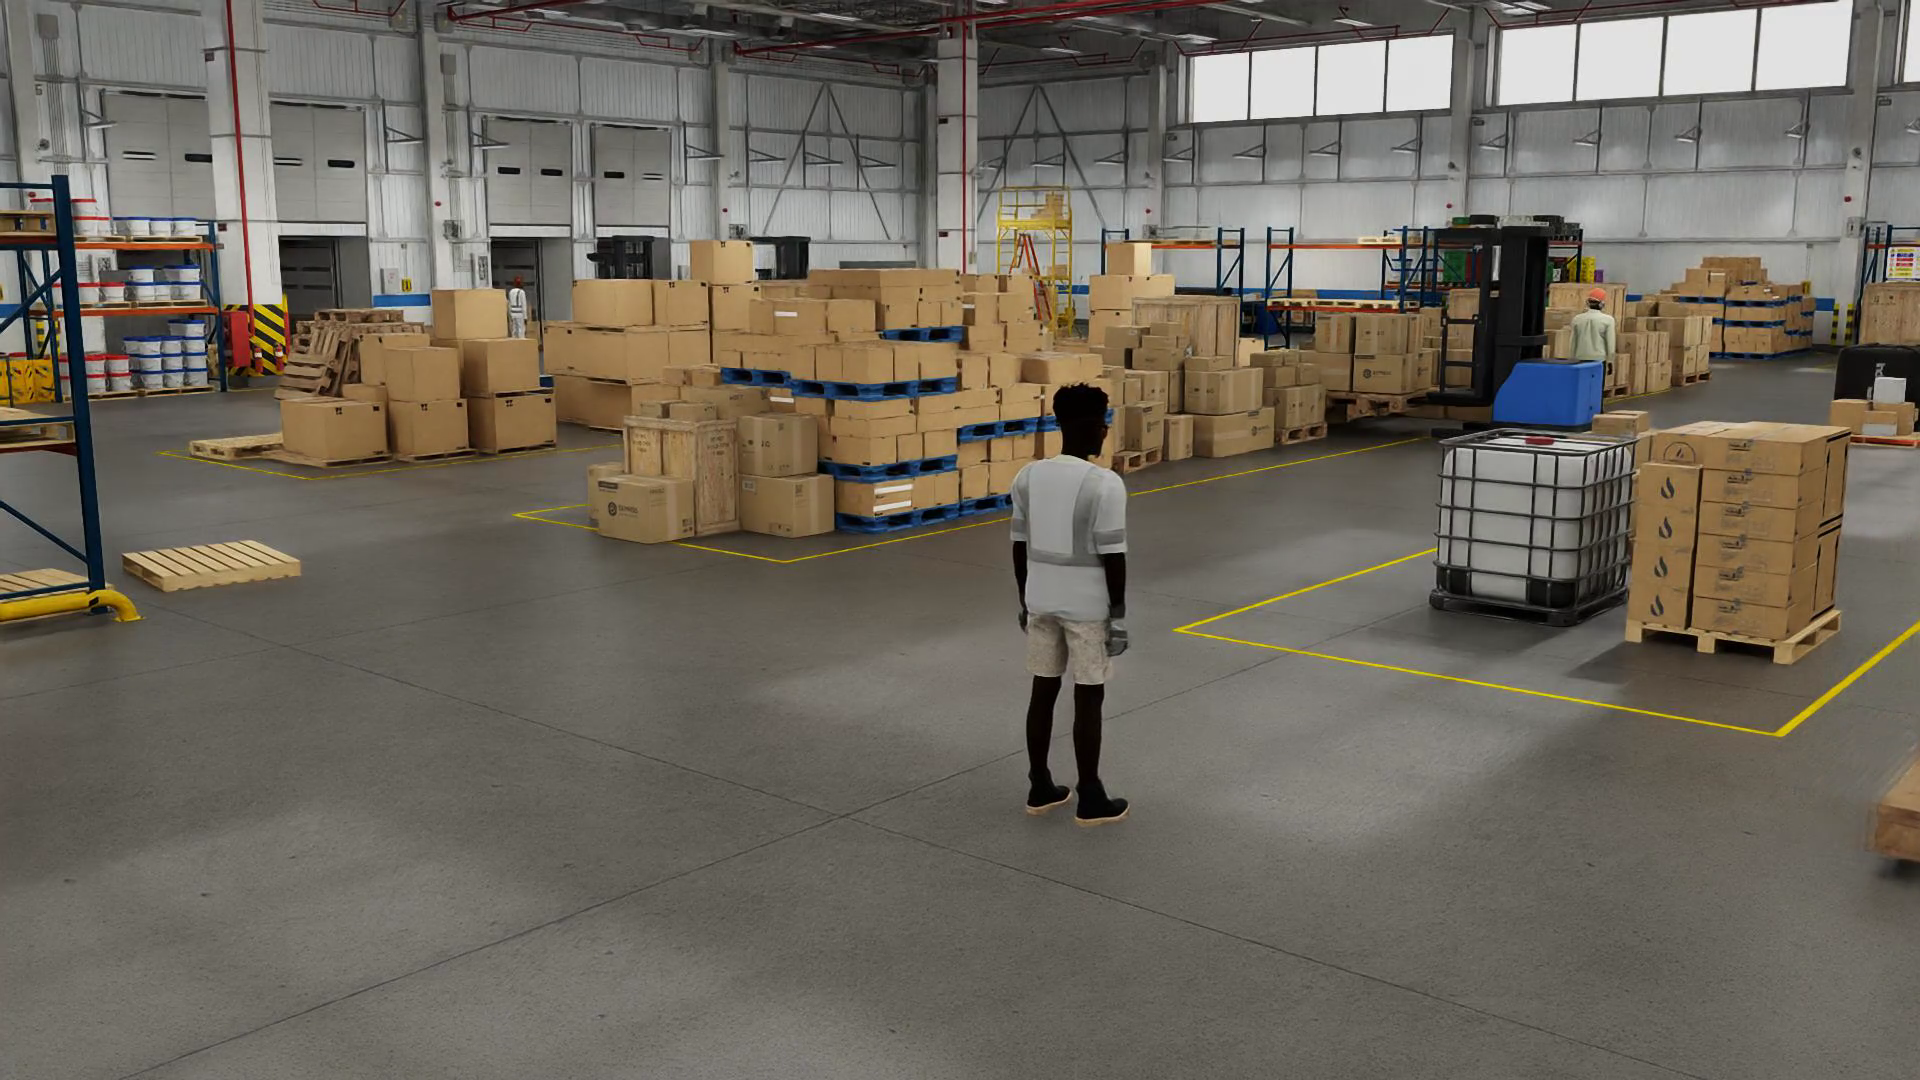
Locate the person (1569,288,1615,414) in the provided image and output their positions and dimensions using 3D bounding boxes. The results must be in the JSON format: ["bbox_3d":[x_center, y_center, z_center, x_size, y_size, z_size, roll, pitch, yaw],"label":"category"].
[{"bbox_3d":[8.781,-2.493,23.107,0.613,1.994,0.395,9,13,42],"label":"person"}]

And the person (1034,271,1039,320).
[{"bbox_3d":[2.088,-6.923,48.493,0.548,1.937,0.379,9,13,42],"label":"person"}]

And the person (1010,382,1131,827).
[{"bbox_3d":[0.496,0.284,7.384,0.609,1.963,0.368,9,13,42],"label":"person"}]

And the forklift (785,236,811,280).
[{"bbox_3d":[-3.862,-5.885,39.898,1.873,2.768,1.129,2,10,13],"label":"forklift"}]

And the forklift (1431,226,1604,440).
[{"bbox_3d":[7.339,-2.688,21.696,1.873,2.768,1.129,8,13,40],"label":"forklift"}]

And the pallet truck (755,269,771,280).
[{"bbox_3d":[-4.996,-6.432,45.525,1.885,1.965,0.823,-6,12,-32],"label":"pallet truck"}]

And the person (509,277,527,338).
[{"bbox_3d":[-10.328,-5.221,38.961,0.576,1.881,0.354,9,13,42],"label":"person"}]

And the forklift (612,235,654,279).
[{"bbox_3d":[-7.300,-5.450,37.421,1.873,2.768,1.129,8,13,40],"label":"forklift"}]

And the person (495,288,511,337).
[{"bbox_3d":[-7.131,-2.916,25.673,0.629,1.939,0.371,9,13,42],"label":"person"}]

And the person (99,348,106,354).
[{"bbox_3d":[-18.394,-4.594,36.149,0.519,1.623,0.607,9,13,40],"label":"person"}]
